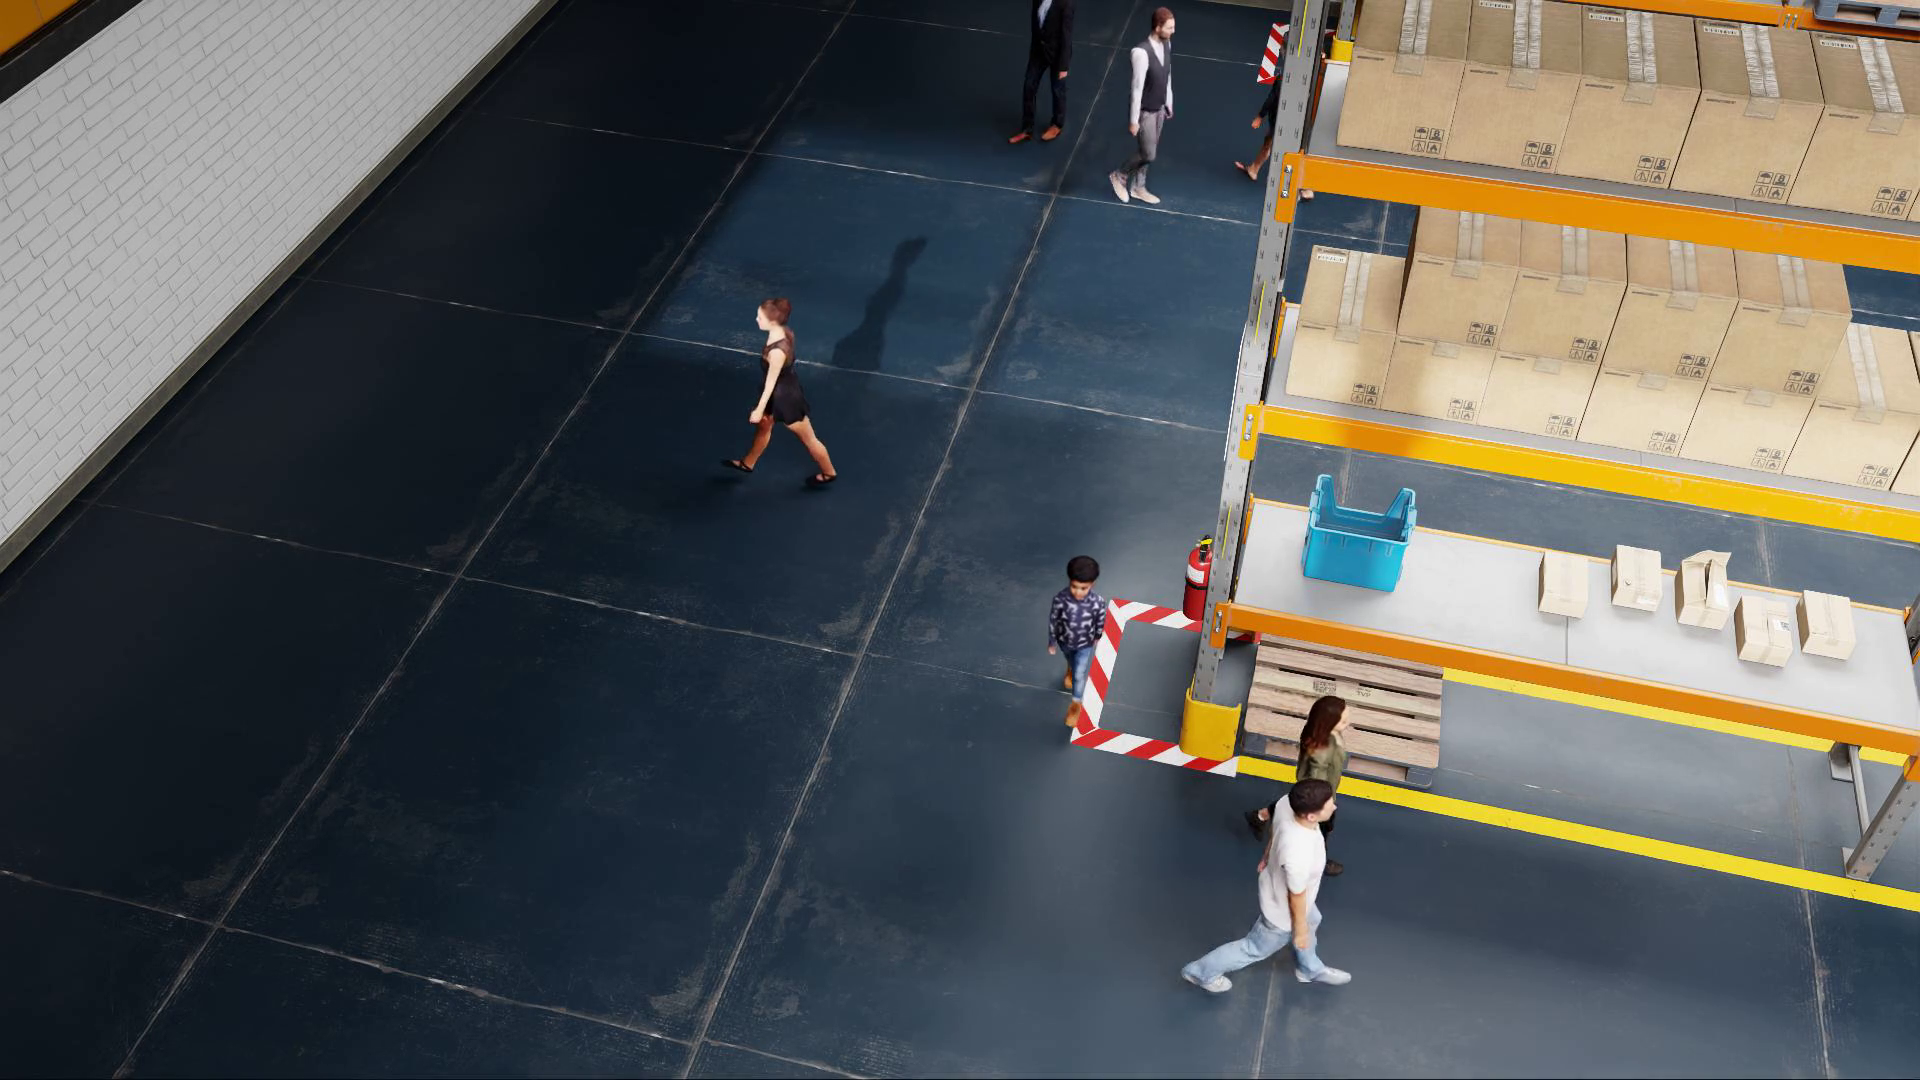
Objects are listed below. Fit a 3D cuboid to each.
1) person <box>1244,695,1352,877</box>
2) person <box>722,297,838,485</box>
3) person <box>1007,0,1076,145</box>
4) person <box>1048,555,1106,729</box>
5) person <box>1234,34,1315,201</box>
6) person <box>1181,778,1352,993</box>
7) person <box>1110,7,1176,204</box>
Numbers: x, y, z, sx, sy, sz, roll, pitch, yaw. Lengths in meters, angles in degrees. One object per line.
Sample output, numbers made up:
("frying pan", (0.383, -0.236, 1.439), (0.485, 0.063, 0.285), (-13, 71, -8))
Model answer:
("person", (1.993, 1.398, 9.566), (0.857, 1.460, 0.600), (13, 45, 13))
("person", (-1.176, -1.013, 11.974), (1.150, 1.630, 0.801), (-2, 44, -2))
("person", (0.906, -4.611, 15.637), (0.950, 1.787, 0.985), (33, 52, 29))
("person", (0.744, 0.553, 10.627), (0.773, 1.220, 0.572), (9, 44, 9))
("person", (3.003, -3.757, 14.939), (1.142, 1.512, 0.830), (26, 49, 25))
("person", (1.627, 1.880, 8.797), (1.228, 1.822, 0.805), (4, 44, 5))
("person", (1.579, -3.839, 14.731), (0.834, 1.919, 0.800), (25, 49, 24))
